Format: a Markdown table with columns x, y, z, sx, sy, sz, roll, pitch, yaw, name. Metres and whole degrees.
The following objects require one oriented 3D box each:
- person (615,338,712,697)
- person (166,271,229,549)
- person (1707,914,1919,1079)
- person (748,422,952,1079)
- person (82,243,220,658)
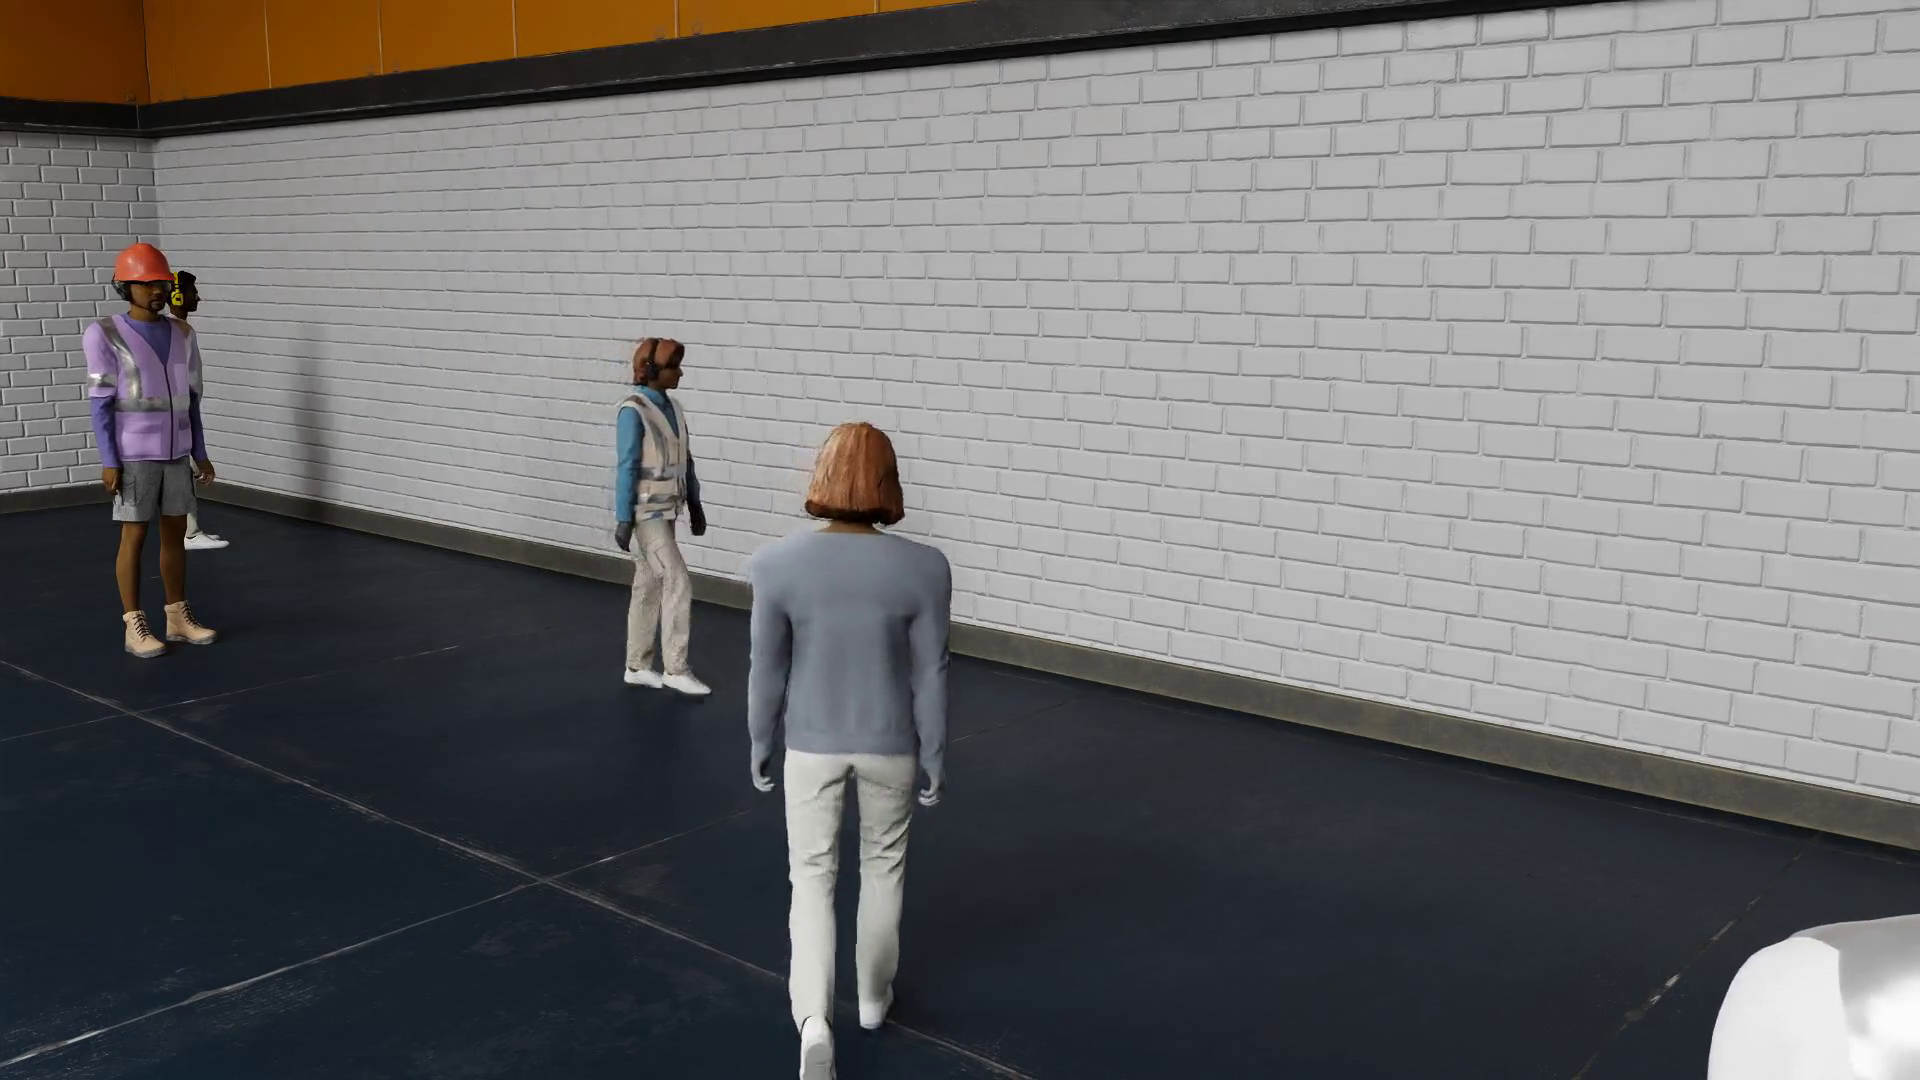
| x | y | z | sx | sy | sz | roll | pitch | yaw | name |
| --- | --- | --- | --- | --- | --- | --- | --- | --- | --- |
| -1.292 | -0.098 | 7.516 | 0.616 | 1.613 | 0.554 | 2 | 10 | 13 | person |
| -5.209 | -0.871 | 11.227 | 0.329 | 1.872 | 0.508 | -6 | 12 | -32 | person |
| 0.780 | 0.854 | 1.219 | 0.547 | 1.934 | 0.376 | 1 | 10 | 4 | person |
| -0.272 | 0.518 | 4.056 | 0.507 | 1.605 | 0.714 | 0 | 10 | 0 | person |
| -4.020 | -0.449 | 8.324 | 0.378 | 2.045 | 0.605 | 5 | 11 | 27 | person |
